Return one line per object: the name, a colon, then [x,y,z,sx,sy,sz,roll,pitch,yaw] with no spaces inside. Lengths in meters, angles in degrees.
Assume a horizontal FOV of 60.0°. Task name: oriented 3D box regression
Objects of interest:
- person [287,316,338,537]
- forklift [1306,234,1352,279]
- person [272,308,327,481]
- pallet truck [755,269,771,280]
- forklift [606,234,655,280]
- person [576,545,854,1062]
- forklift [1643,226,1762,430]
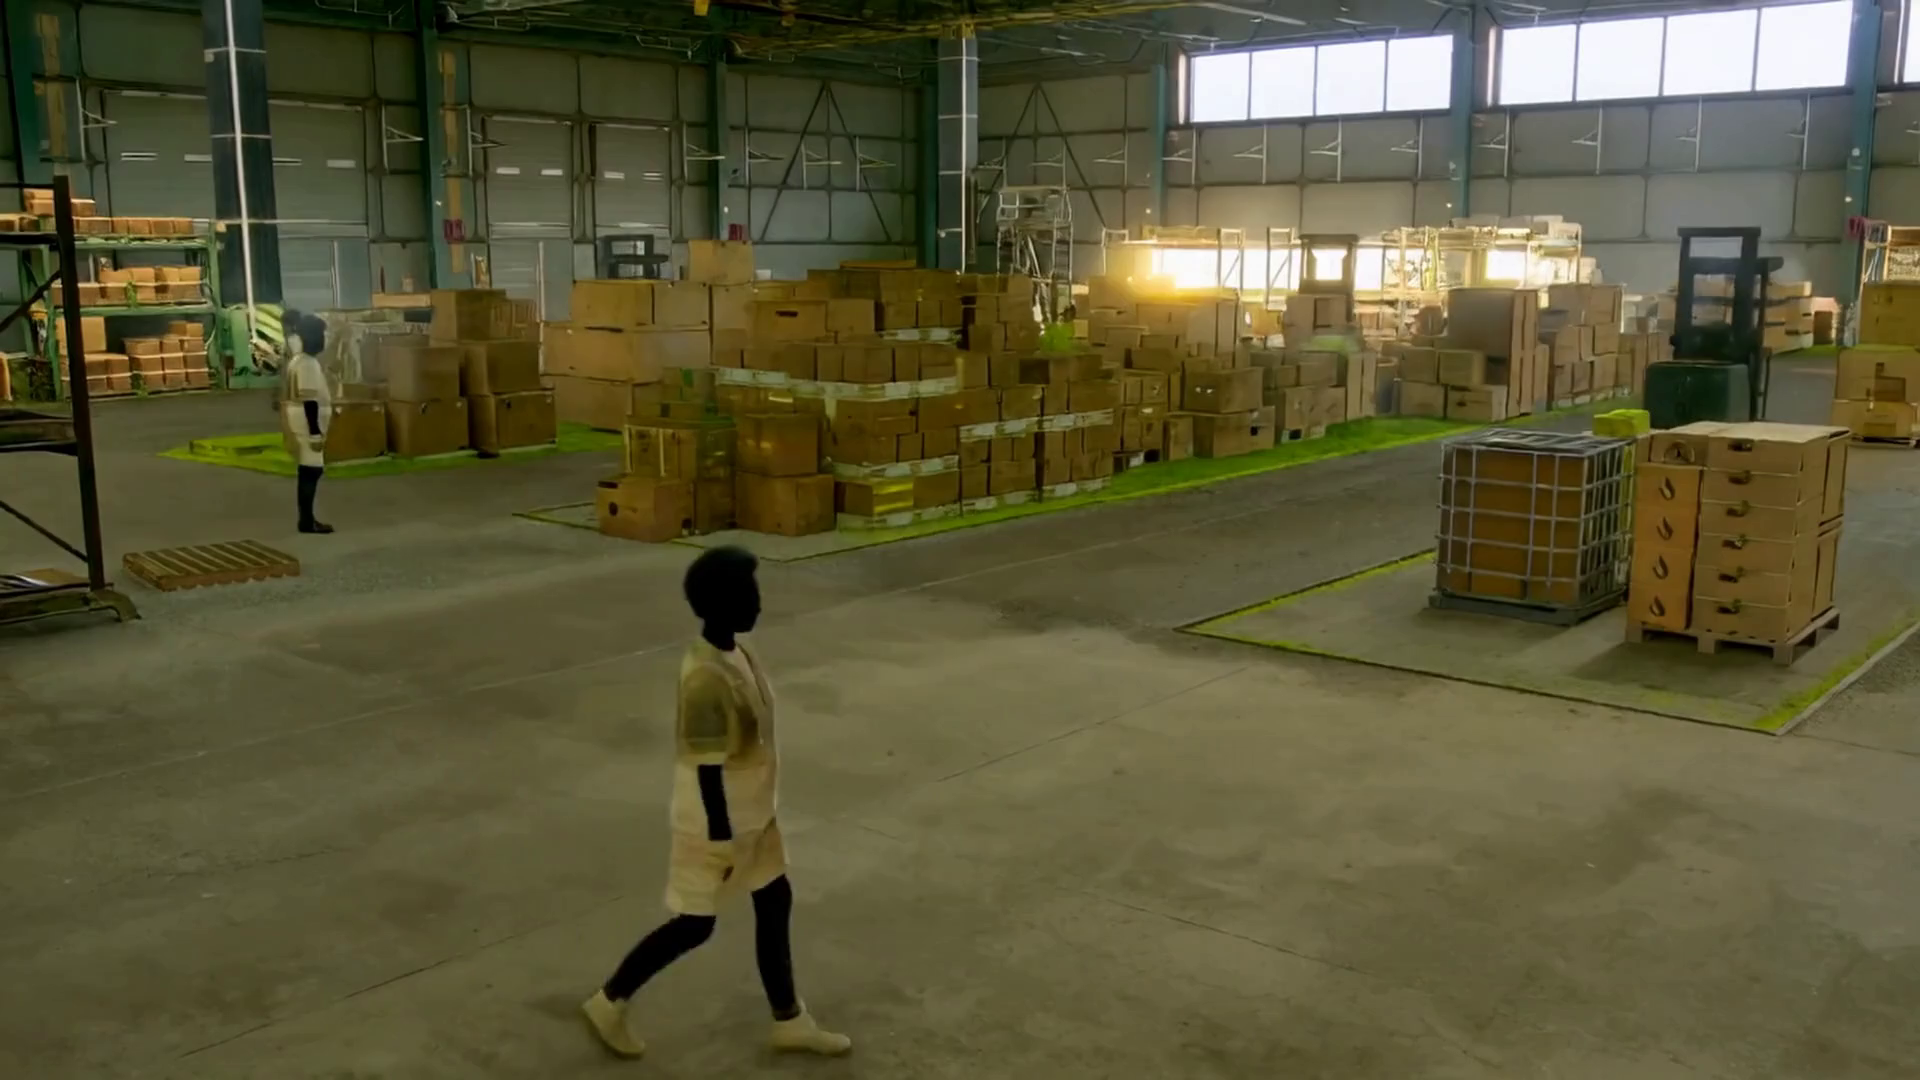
person: [-5.758,-1.005,14.761,0.376,1.958,0.608,-5,11,-29]
forklift: [7.398,-4.757,33.478,1.129,2.768,1.873,3,10,15]
person: [-7.230,-1.568,18.124,0.623,1.893,0.593,0,10,-2]
pallet truck: [-4.996,-6.432,45.525,1.885,1.965,0.823,-6,12,-32]
forklift: [-6.766,-4.909,34.344,1.129,2.768,1.873,-5,11,-25]
person: [-0.787,0.830,5.126,0.820,1.664,0.537,1,10,5]
forklift: [9.677,-2.642,21.435,1.129,2.768,1.873,8,13,40]
